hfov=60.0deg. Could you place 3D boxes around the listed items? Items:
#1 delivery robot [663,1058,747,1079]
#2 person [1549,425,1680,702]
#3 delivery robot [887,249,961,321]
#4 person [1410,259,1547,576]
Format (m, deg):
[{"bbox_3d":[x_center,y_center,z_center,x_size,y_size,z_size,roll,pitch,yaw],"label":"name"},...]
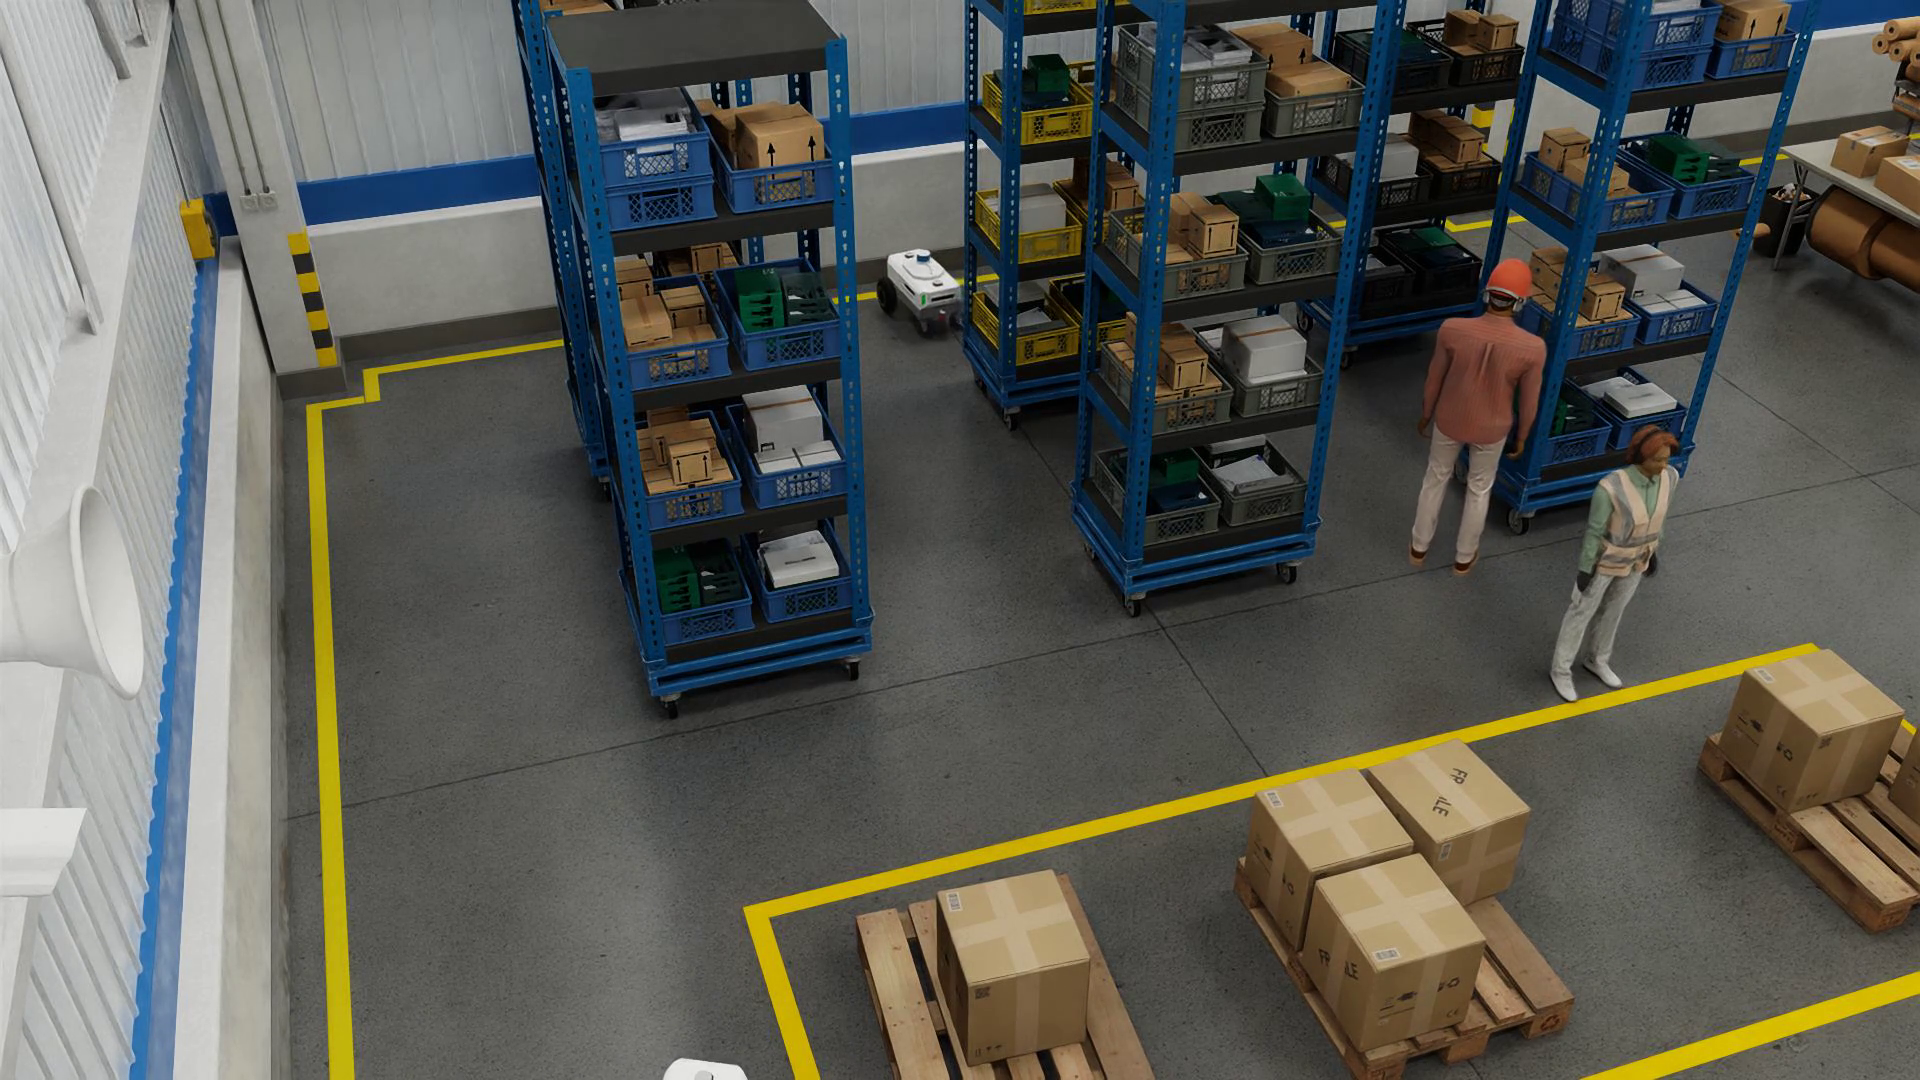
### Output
[{"bbox_3d":[-1.045,2.351,6.375,0.477,0.478,0.707,5,35,7],"label":"delivery robot"},{"bbox_3d":[3.428,0.115,8.690,0.522,1.636,0.310,-14,38,-19],"label":"person"},{"bbox_3d":[-0.270,-1.929,12.443,0.477,0.478,0.707,-15,38,-20],"label":"delivery robot"},{"bbox_3d":[2.954,-0.679,9.526,0.642,1.976,0.412,13,37,18],"label":"person"}]
